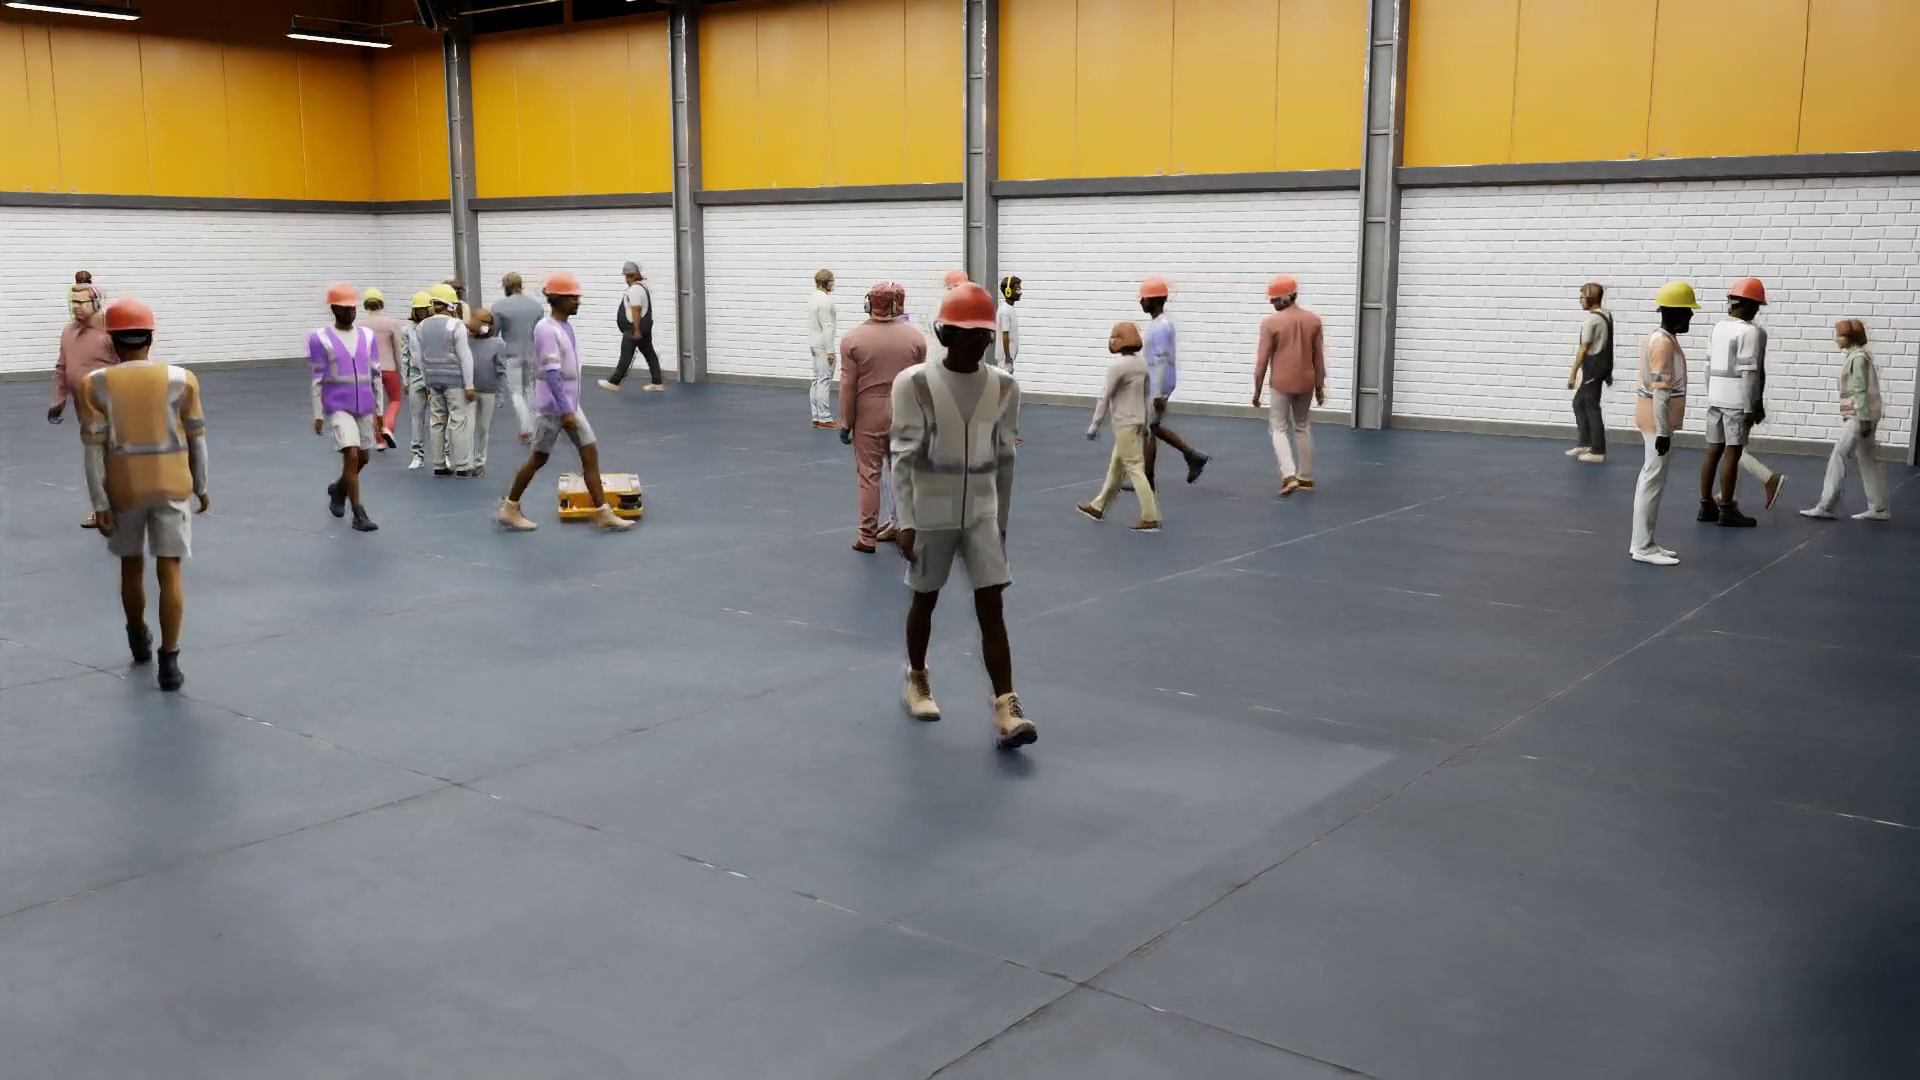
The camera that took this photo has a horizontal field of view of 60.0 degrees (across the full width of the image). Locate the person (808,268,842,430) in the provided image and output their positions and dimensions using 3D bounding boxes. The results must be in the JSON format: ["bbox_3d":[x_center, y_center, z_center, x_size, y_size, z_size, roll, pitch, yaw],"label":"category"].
[{"bbox_3d":[-1.639,-2.299,20.086,0.368,1.940,0.632,-4,10,-20],"label":"person"}]

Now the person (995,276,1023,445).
[{"bbox_3d":[0.547,-1.990,18.492,0.311,1.869,0.532,0,10,1],"label":"person"}]

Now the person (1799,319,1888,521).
[{"bbox_3d":[7.051,-0.944,13.187,0.716,1.597,0.532,5,11,27],"label":"person"}]

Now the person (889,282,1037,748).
[{"bbox_3d":[-0.005,-0.110,7.215,0.630,1.983,1.067,-3,10,-19],"label":"person"}]

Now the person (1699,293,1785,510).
[{"bbox_3d":[6.406,-1.127,13.537,0.517,1.842,0.694,-7,12,-34],"label":"person"}]

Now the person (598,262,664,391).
[{"bbox_3d":[-5.070,-3.307,25.657,1.010,2.000,0.708,1,10,3],"label":"person"}]

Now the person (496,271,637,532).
[{"bbox_3d":[-3.050,-1.031,12.591,1.068,1.997,0.608,2,10,12],"label":"person"}]

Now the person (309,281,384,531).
[{"bbox_3d":[-4.766,-1.046,12.891,0.545,1.913,0.852,-10,14,-44],"label":"person"}]

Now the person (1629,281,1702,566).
[{"bbox_3d":[4.818,-0.799,11.383,0.372,1.925,0.596,4,10,20],"label":"person"}]

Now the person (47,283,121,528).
[{"bbox_3d":[-6.805,-1.042,12.953,0.642,1.882,0.737,5,11,26],"label":"person"}]

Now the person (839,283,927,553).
[{"bbox_3d":[-0.551,-0.858,11.789,0.638,1.909,0.408,-3,10,-17],"label":"person"}]

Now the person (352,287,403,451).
[{"bbox_3d":[-6.216,-1.815,17.770,0.550,1.753,0.393,-2,10,-9],"label":"person"}]

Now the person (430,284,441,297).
[{"bbox_3d":[-6.557,-2.367,21.068,0.364,1.741,0.523,6,12,33],"label":"person"}]

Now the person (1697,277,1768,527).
[{"bbox_3d":[6.037,-1.070,12.956,0.389,1.929,0.547,-1,10,-7],"label":"person"}]

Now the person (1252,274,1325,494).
[{"bbox_3d":[2.934,-1.362,14.641,0.658,1.946,0.658,-4,10,-20],"label":"person"}]

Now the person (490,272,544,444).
[{"bbox_3d":[-4.940,-2.028,18.585,0.662,1.908,0.642,9,13,43],"label":"person"}]

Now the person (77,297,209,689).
[{"bbox_3d":[-4.058,-0.257,8.321,0.552,1.890,0.973,-4,11,-24],"label":"person"}]

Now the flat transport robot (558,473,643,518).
[{"bbox_3d":[-2.986,-0.383,13.779,0.652,0.197,1.431,-2,10,-12],"label":"flat transport robot"}]

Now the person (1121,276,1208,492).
[{"bbox_3d":[1.814,-1.367,14.715,0.674,1.920,0.565,2,10,11],"label":"person"}]

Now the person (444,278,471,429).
[{"bbox_3d":[-6.123,-2.235,20.070,0.440,1.823,0.688,4,11,23],"label":"person"}]

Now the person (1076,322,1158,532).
[{"bbox_3d":[1.220,-0.874,12.807,0.849,1.588,0.503,7,12,35],"label":"person"}]

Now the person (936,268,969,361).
[{"bbox_3d":[-0.164,-1.977,18.168,0.870,1.967,0.611,5,11,26],"label":"person"}]

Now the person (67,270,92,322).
[{"bbox_3d":[-14.462,-3.530,27.533,0.629,1.842,0.429,7,12,36],"label":"person"}]

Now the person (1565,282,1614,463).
[{"bbox_3d":[6.374,-1.702,16.934,0.619,1.821,0.528,8,13,40],"label":"person"}]

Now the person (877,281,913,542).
[{"bbox_3d":[-0.517,-0.944,12.288,0.407,1.909,0.639,0,10,2],"label":"person"}]

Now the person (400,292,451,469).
[{"bbox_3d":[-5.252,-1.567,16.394,0.493,1.743,0.295,-2,10,-10],"label":"person"}]

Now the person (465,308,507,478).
[{"bbox_3d":[-4.535,-1.378,15.689,0.528,1.600,0.606,-3,10,-18],"label":"person"}]

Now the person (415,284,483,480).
[{"bbox_3d":[-4.794,-1.478,15.622,0.588,1.831,0.404,4,11,23],"label":"person"}]
